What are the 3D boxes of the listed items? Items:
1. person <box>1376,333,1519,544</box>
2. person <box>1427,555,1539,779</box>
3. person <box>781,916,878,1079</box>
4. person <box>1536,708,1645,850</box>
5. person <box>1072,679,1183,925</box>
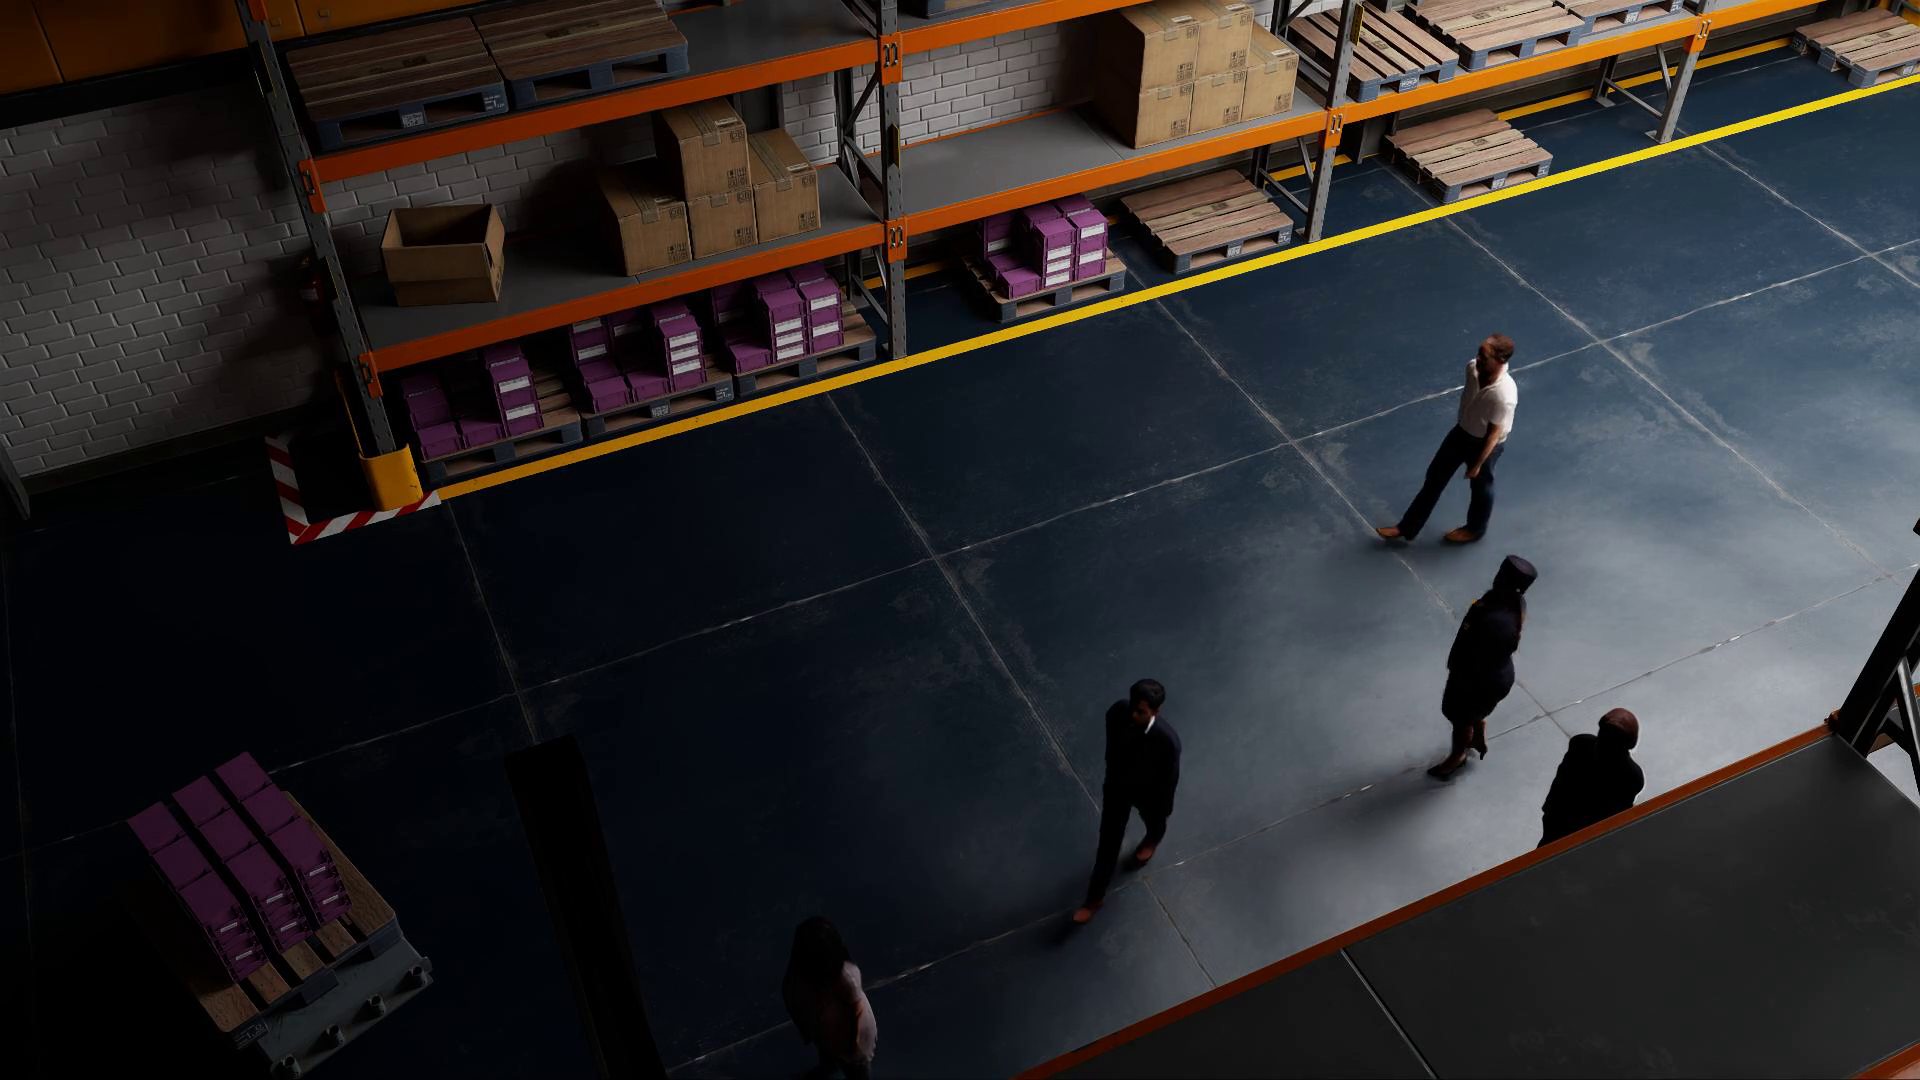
[{"bbox_3d":[3.609,-0.663,11.315,1.095,1.827,0.806,-10,45,-11],"label":"person"},{"bbox_3d":[3.075,0.827,9.881,0.897,1.647,0.796,10,44,10],"label":"person"},{"bbox_3d":[-0.626,2.354,8.310,0.765,1.604,0.724,-34,53,-31],"label":"person"},{"bbox_3d":[3.410,1.507,9.124,0.597,1.706,0.640,-33,52,-29],"label":"person"},{"bbox_3d":[1.052,1.347,9.313,0.999,1.676,1.221,28,50,26],"label":"person"}]
